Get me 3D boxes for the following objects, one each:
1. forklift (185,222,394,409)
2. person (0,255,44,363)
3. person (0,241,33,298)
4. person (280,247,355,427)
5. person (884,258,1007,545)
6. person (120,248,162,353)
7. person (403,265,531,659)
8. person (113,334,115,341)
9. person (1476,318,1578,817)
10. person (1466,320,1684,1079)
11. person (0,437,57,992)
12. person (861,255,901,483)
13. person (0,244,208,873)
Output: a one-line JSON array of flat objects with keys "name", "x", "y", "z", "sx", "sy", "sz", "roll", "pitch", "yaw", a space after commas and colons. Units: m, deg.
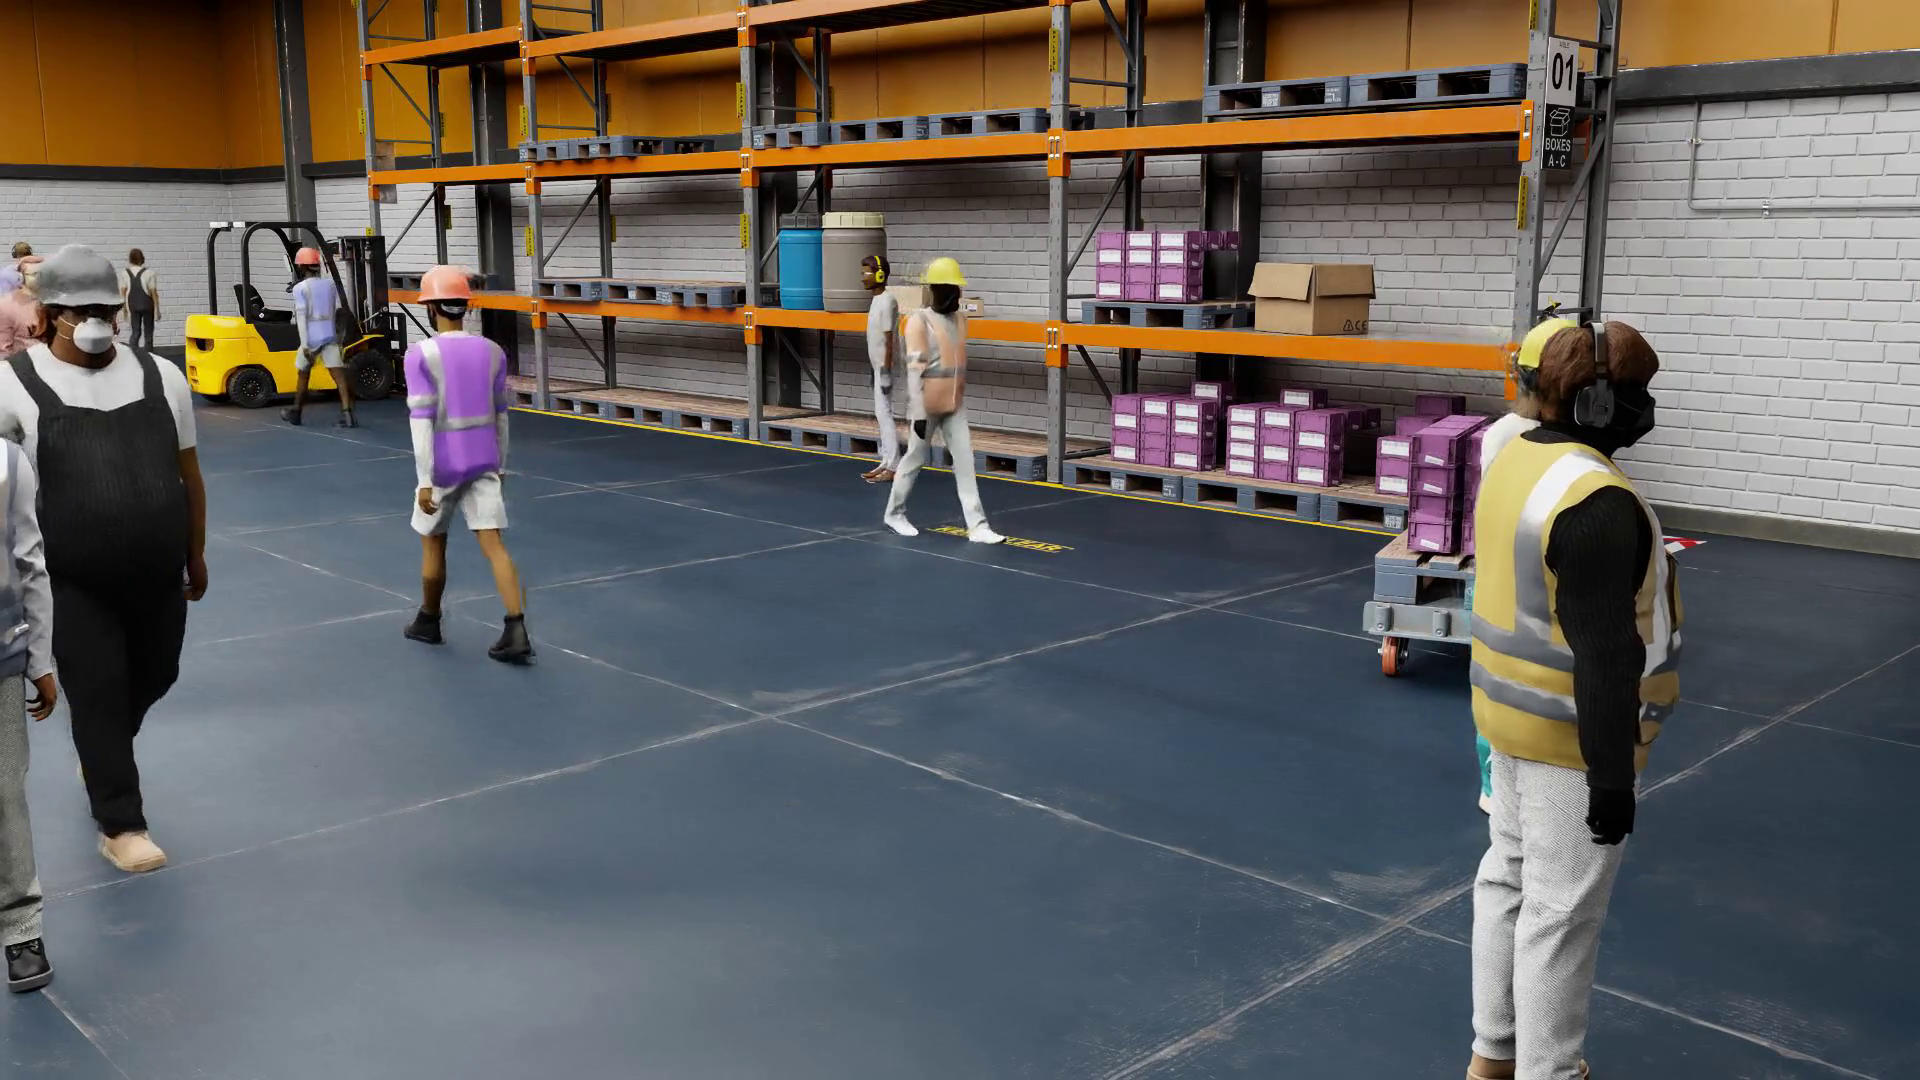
[{"name": "forklift", "x": -8.169, "y": -2.758, "z": 20.163, "sx": 2.313, "sy": 2.155, "sz": 1.214, "roll": -10, "pitch": 14, "yaw": -44}, {"name": "person", "x": -7.267, "y": -1.312, "z": 13.158, "sx": 0.907, "sy": 1.876, "sz": 0.638, "roll": 7, "pitch": 12, "yaw": 33}, {"name": "person", "x": -12.140, "y": -2.911, "z": 21.693, "sx": 0.627, "sy": 1.941, "sz": 0.374, "roll": -10, "pitch": 14, "yaw": -42}, {"name": "person", "x": -6.810, "y": -2.128, "z": 17.572, "sx": 1.010, "sy": 1.892, "sz": 0.544, "roll": 7, "pitch": 12, "yaw": 33}, {"name": "person", "x": -0.142, "y": -0.915, "z": 10.980, "sx": 1.014, "sy": 1.879, "sz": 0.603, "roll": 9, "pitch": 14, "yaw": 41}, {"name": "person", "x": -12.351, "y": -3.477, "z": 25.080, "sx": 0.516, "sy": 1.830, "sz": 0.501, "roll": -2, "pitch": 11, "yaw": -9}, {"name": "person", "x": -2.390, "y": -0.371, "z": 8.003, "sx": 1.008, "sy": 1.888, "sz": 0.564, "roll": 10, "pitch": 14, "yaw": 43}, {"name": "person", "x": -8.766, "y": -1.890, "z": 16.676, "sx": 0.546, "sy": 1.729, "sz": 0.748, "roll": -5, "pitch": 11, "yaw": -24}, {"name": "person", "x": 1.950, "y": 0.143, "z": 5.548, "sx": 0.539, "sy": 1.744, "sz": 0.511, "roll": -5, "pitch": 12, "yaw": -27}, {"name": "person", "x": 1.355, "y": 0.439, "z": 3.695, "sx": 0.429, "sy": 1.843, "sz": 0.633, "roll": 0, "pitch": 10, "yaw": -1}, {"name": "person", "x": -2.684, "y": 0.331, "z": 4.347, "sx": 0.586, "sy": 1.824, "sz": 0.404, "roll": -8, "pitch": 13, "yaw": -39}, {"name": "person", "x": -0.647, "y": -1.397, "z": 13.672, "sx": 0.321, "sy": 1.860, "sz": 0.512, "roll": -2, "pitch": 11, "yaw": -11}, {"name": "person", "x": -2.875, "y": 0.007, "z": 5.506, "sx": 0.886, "sy": 2.000, "sz": 0.691, "roll": 9, "pitch": 14, "yaw": 41}]
